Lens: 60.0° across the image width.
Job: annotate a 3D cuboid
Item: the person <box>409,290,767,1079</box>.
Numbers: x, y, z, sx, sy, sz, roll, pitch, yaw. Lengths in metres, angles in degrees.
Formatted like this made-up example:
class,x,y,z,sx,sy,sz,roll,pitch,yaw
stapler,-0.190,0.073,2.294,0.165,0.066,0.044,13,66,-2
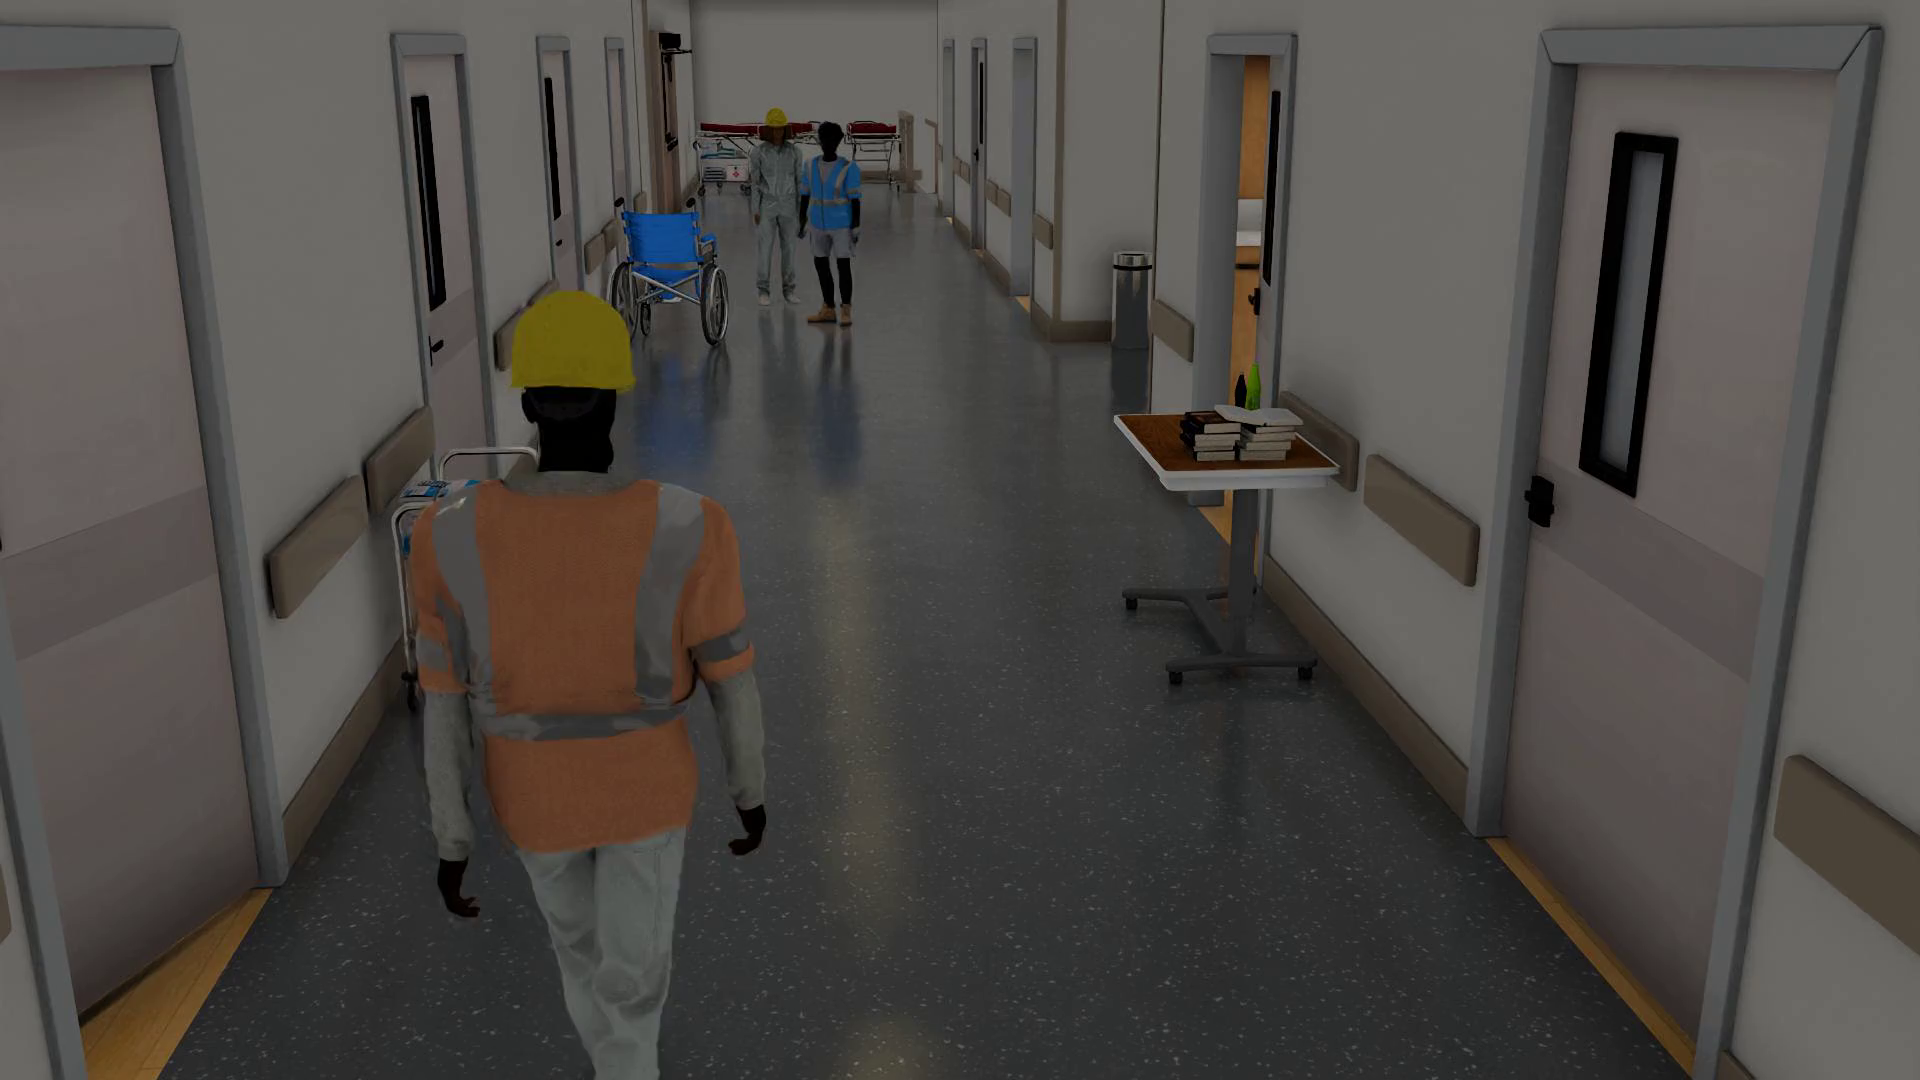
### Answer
class,x,y,z,sx,sy,sz,roll,pitch,yaw
person,-0.685,0.465,3.186,0.611,1.872,1.013,-1,17,-2

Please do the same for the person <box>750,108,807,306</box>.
class,x,y,z,sx,sy,sz,roll,pitch,yaw
person,-1.622,-2.978,14.914,0.490,1.743,0.313,-7,18,-23

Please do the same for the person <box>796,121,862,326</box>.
class,x,y,z,sx,sy,sz,roll,pitch,yaw
person,-1.082,-2.609,13.784,0.589,1.687,0.342,8,18,24
